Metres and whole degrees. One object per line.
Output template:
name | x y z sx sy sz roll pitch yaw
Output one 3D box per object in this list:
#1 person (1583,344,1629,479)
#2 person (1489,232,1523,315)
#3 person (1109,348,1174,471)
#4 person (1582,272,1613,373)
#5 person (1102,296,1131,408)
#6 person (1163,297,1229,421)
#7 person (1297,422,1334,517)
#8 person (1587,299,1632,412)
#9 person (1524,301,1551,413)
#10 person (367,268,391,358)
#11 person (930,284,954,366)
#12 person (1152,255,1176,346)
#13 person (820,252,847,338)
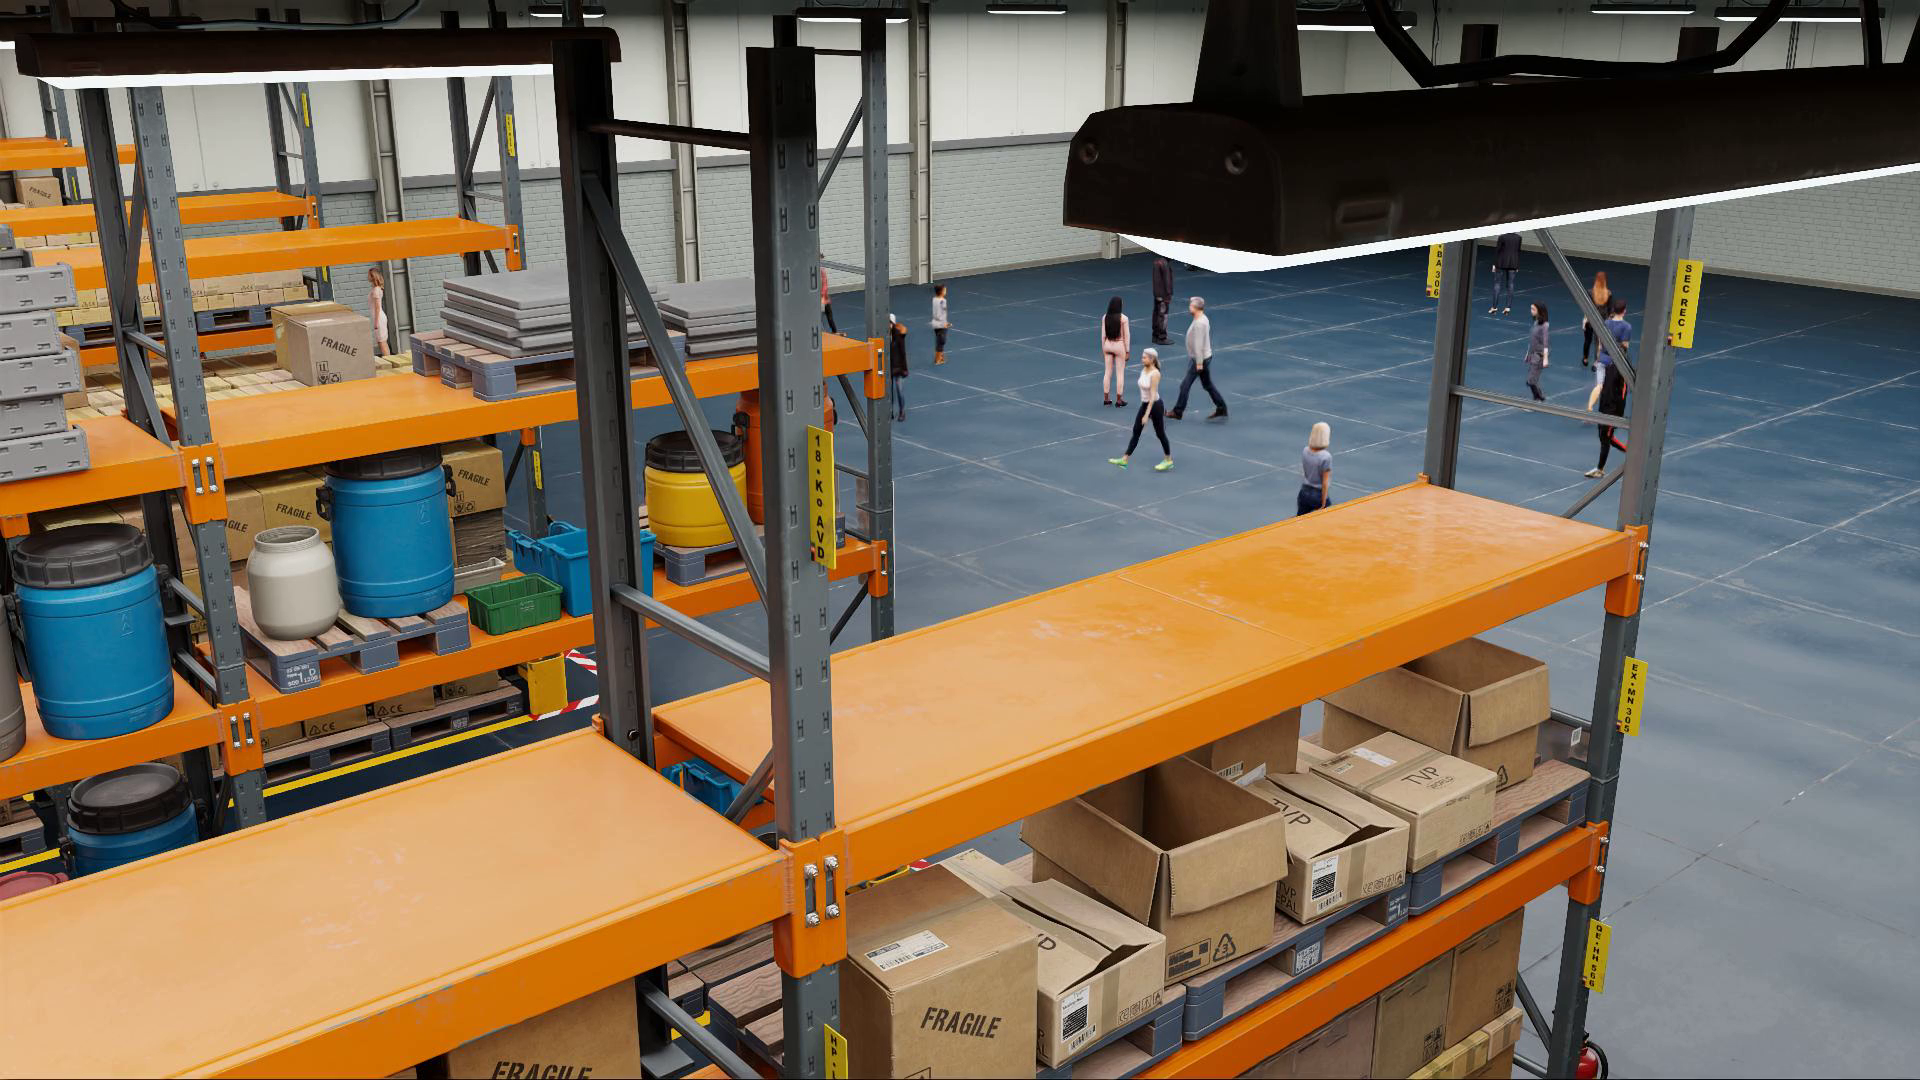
person | 8.701 -1.703 22.007 1.115 1.794 0.949 -3 18 -9
person | 9.932 -5.004 30.331 0.819 1.781 0.790 1 18 4
person | 2.651 -1.721 22.274 1.205 1.662 0.862 -7 19 -19
person | 10.801 -3.660 28.219 1.082 1.669 1.228 4 18 12
person | 2.414 -2.939 25.918 0.678 1.722 0.638 11 21 31
person | 3.668 -2.667 24.856 1.234 1.863 1.295 6 19 17
person | 3.824 -0.424 18.254 1.023 1.685 0.563 -15 23 -38
person | 9.691 -2.639 24.846 0.702 1.816 1.135 16 24 41
person | 8.911 -2.776 25.386 0.809 1.742 0.776 -1 18 -3
person | -9.755 -3.662 27.965 0.658 1.830 0.648 -3 18 -9
person | -0.397 -3.794 28.992 0.618 1.444 0.633 17 25 42
person | 3.712 -4.547 30.689 0.731 1.826 0.771 -6 19 -17
person | -2.652 -4.398 30.495 1.019 1.662 0.674 -13 22 -35
